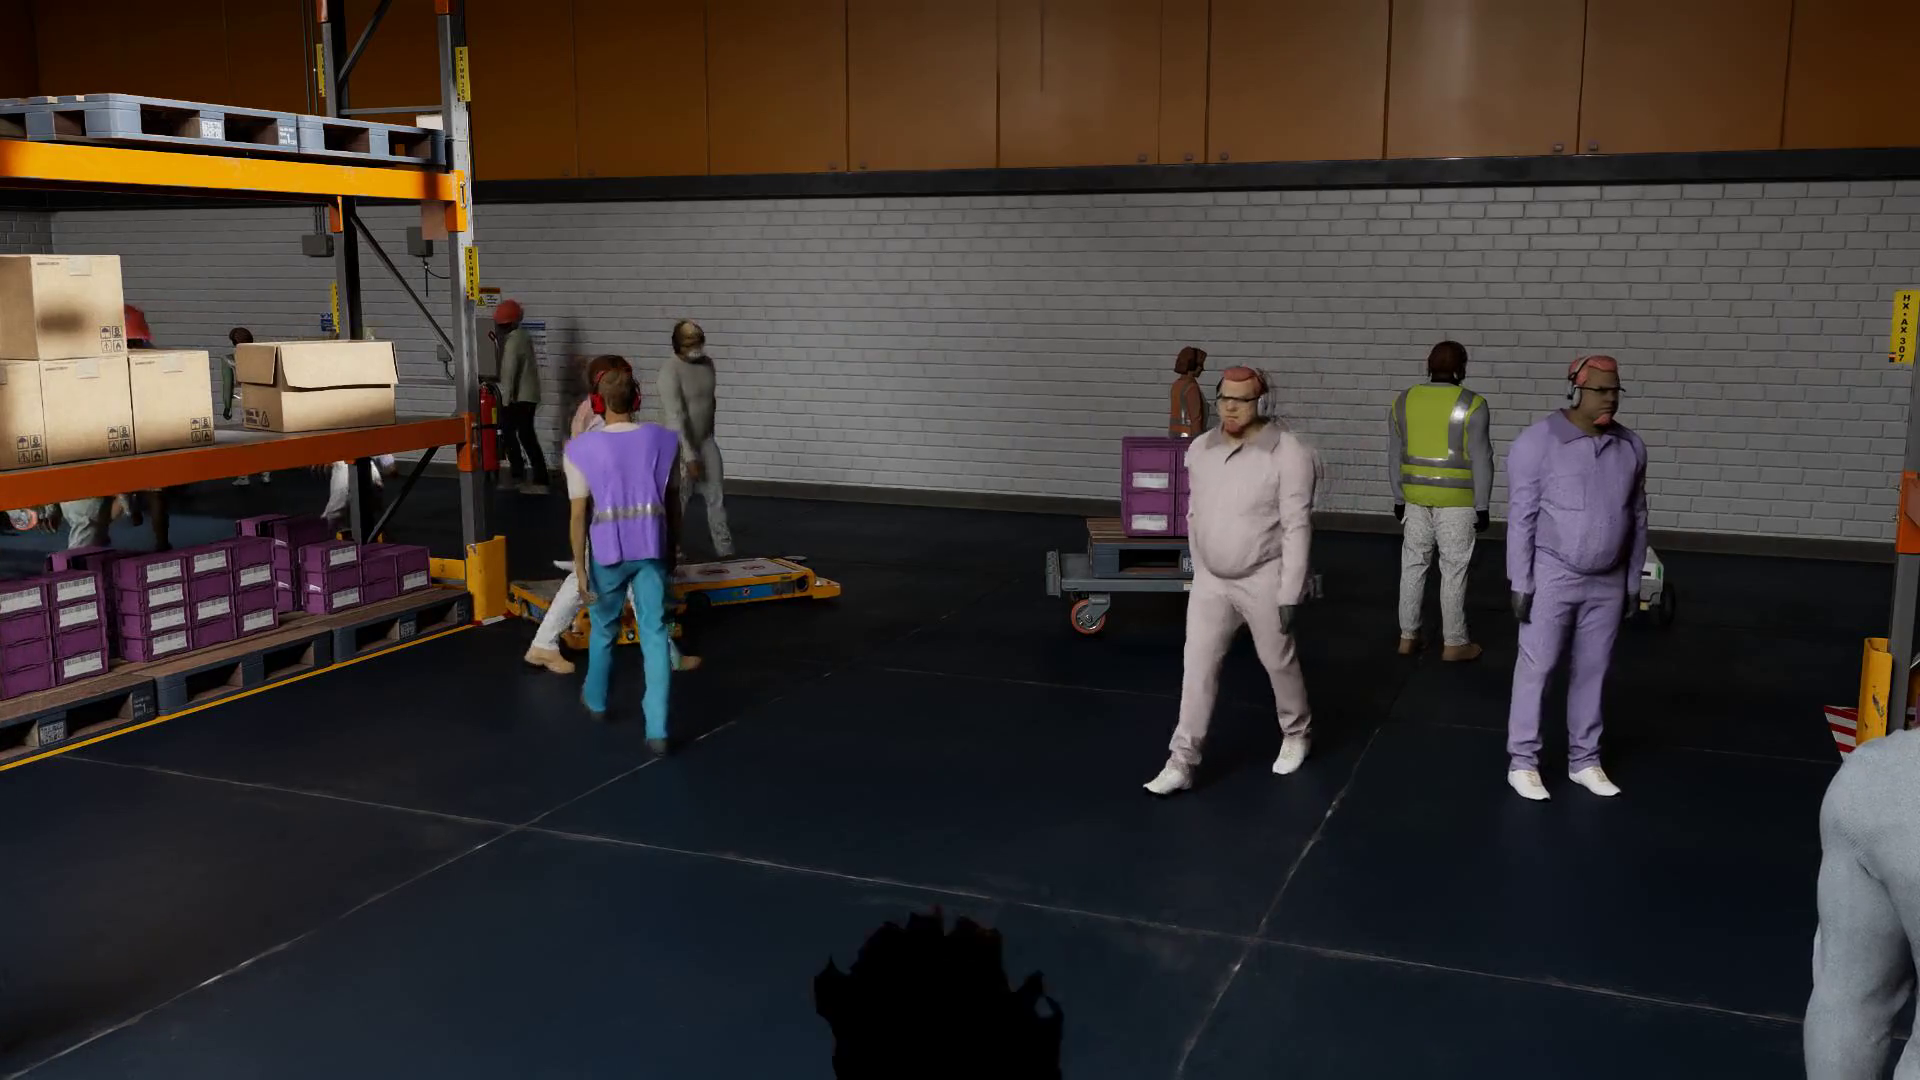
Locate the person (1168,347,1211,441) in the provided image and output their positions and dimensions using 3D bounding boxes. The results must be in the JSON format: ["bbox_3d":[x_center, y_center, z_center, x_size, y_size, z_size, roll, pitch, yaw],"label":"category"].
[{"bbox_3d":[1.788,-0.696,13.077,0.308,1.638,0.511,-2,10,-12],"label":"person"}]

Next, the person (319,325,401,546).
[{"bbox_3d":[-4.276,-0.593,11.736,1.054,1.887,0.632,-7,12,-35],"label":"person"}]

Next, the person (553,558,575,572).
[{"bbox_3d":[-2.534,-0.506,12.072,0.837,1.586,0.506,-2,10,-11],"label":"person"}]

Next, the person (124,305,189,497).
[{"bbox_3d":[-8.045,-1.362,16.369,0.999,1.894,0.559,2,10,10],"label":"person"}]

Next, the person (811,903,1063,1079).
[{"bbox_3d":[0.155,1.124,1.206,0.666,1.926,0.924,7,12,37],"label":"person"}]

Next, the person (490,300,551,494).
[{"bbox_3d":[-4.371,-1.391,16.399,0.604,1.936,0.697,-2,10,-13],"label":"person"}]

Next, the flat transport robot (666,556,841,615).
[{"bbox_3d":[-1.585,0.298,11.185,1.431,0.197,0.652,-6,11,-31],"label":"flat transport robot"}]

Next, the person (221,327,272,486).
[{"bbox_3d":[-7.353,-1.373,17.168,0.307,1.642,0.514,7,12,38],"label":"person"}]

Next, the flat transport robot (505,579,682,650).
[{"bbox_3d":[-2.320,0.425,10.416,0.652,0.197,1.431,-6,11,-31],"label":"flat transport robot"}]

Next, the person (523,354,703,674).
[{"bbox_3d":[-1.978,-0.130,9.208,0.959,1.795,0.624,-4,10,-21],"label":"person"}]

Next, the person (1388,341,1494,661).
[{"bbox_3d":[2.789,-0.227,9.621,0.633,1.842,0.429,9,13,44],"label":"person"}]

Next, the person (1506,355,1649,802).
[{"bbox_3d":[2.632,0.167,7.073,0.645,1.901,0.400,-2,10,-12],"label":"person"}]

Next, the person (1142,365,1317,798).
[{"bbox_3d":[1.243,0.167,7.222,0.659,1.854,1.023,8,12,40],"label":"person"}]

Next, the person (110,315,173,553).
[{"bbox_3d":[-6.133,-0.694,12.245,0.548,1.916,0.796,5,11,30],"label":"person"}]

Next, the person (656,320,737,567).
[{"bbox_3d":[-1.912,-0.660,12.140,0.817,1.879,0.699,6,11,34],"label":"person"}]

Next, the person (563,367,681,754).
[{"bbox_3d":[-1.598,0.076,7.933,0.573,1.791,0.990,-4,10,-22],"label":"person"}]

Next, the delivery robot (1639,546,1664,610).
[{"bbox_3d":[4.334,0.183,10.744,0.477,0.478,0.707,3,10,17],"label":"delivery robot"}]

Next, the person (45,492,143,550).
[{"bbox_3d":[-5.215,-0.201,9.905,0.490,1.697,0.911,4,10,23],"label":"person"}]

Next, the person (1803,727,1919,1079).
[{"bbox_3d":[1.508,0.930,2.317,0.627,1.940,0.377,9,13,42],"label":"person"}]
